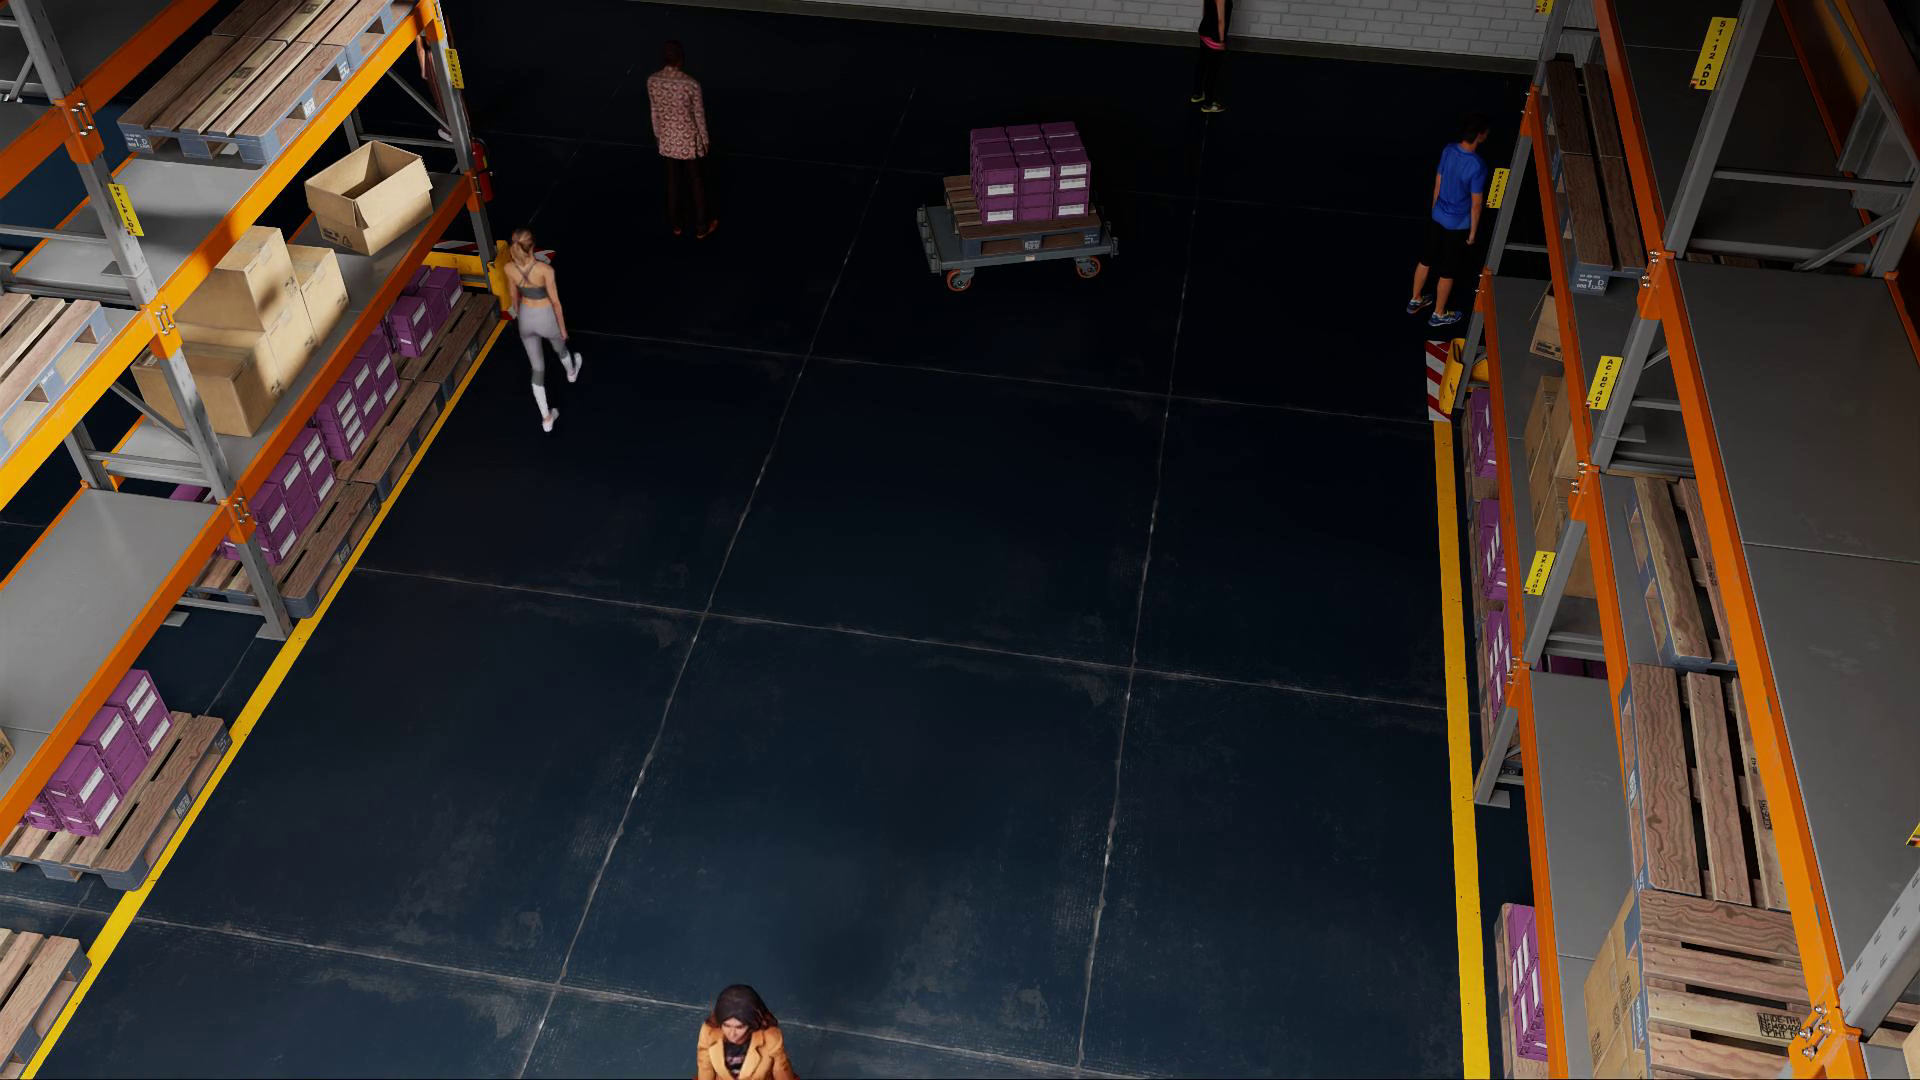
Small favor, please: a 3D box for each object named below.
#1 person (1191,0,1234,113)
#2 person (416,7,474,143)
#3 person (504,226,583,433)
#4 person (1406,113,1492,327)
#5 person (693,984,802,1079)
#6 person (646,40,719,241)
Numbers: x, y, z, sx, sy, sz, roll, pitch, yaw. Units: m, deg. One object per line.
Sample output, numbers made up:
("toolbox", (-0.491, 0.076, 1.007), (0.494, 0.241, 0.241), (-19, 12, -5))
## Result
("person", (2.473, -4.972, 16.284), (0.681, 1.551, 0.577), (-12, 45, -12))
("person", (-4.950, -4.556, 15.838), (0.626, 1.563, 0.699), (-31, 51, -28))
("person", (-3.219, -1.576, 12.644), (0.648, 1.655, 1.097), (3, 44, 3))
("person", (4.006, -2.618, 13.585), (0.756, 1.866, 0.694), (-25, 49, -24))
("person", (-1.023, 2.656, 8.183), (0.751, 1.680, 1.183), (10, 45, 11))
("person", (-2.433, -3.480, 14.540), (0.699, 1.796, 0.635), (13, 45, 13))
